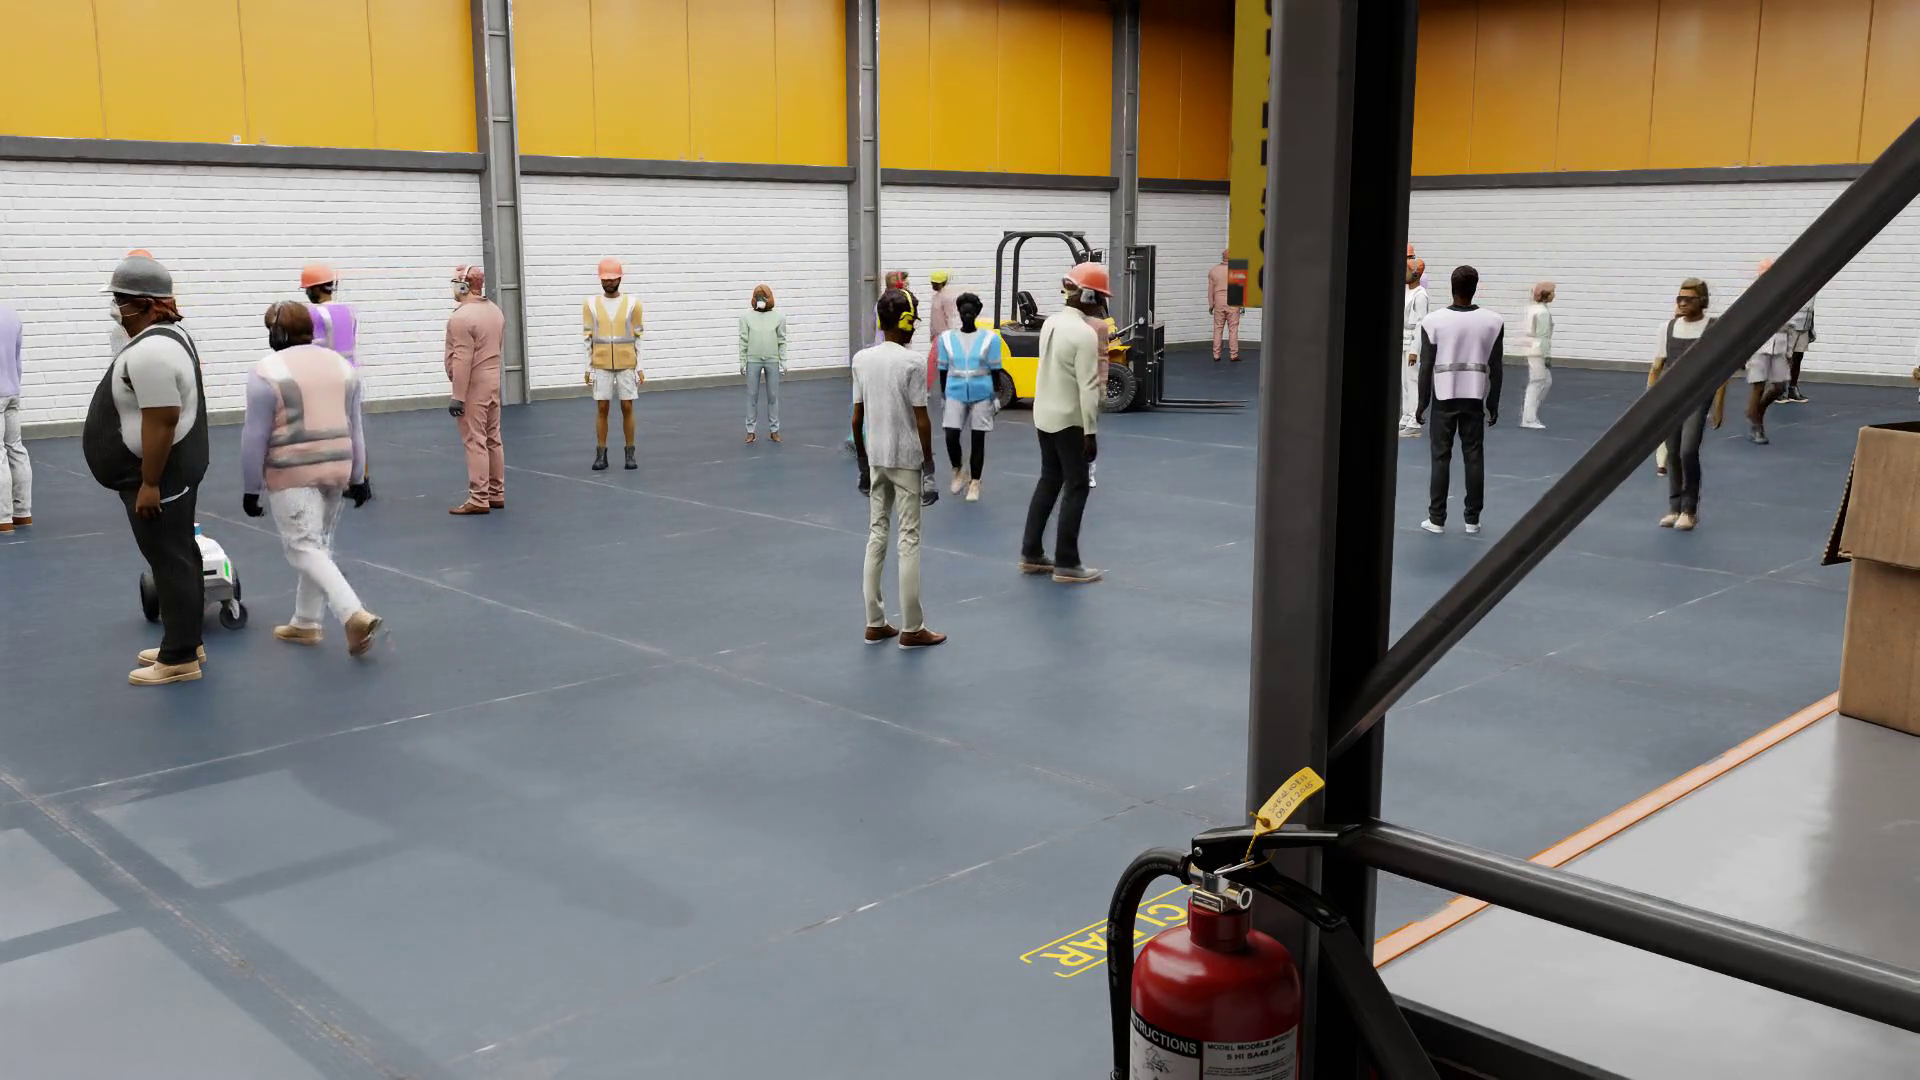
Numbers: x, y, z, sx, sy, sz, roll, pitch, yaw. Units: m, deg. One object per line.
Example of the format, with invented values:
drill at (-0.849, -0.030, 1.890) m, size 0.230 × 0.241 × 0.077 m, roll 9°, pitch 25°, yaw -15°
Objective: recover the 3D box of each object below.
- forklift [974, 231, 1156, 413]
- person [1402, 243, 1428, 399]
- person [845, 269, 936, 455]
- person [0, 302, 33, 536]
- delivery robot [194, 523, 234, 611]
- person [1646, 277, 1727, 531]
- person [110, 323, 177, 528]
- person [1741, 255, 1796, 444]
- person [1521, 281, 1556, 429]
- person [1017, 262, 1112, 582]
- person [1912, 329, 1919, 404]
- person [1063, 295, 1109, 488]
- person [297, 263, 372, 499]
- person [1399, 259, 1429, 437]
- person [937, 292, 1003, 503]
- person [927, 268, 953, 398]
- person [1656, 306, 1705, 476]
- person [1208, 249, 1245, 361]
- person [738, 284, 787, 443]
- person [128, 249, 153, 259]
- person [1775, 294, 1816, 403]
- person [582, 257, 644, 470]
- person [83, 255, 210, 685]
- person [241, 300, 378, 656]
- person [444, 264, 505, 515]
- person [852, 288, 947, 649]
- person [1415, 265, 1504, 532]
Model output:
forklift at (1.222, -2.721, 20.561) m, size 2.313 × 2.155 × 1.214 m, roll 2°, pitch 11°, yaw 13°
person at (5.780, -2.867, 21.770) m, size 0.606 × 2.044 × 0.373 m, roll 5°, pitch 12°, yaw 26°
person at (-0.671, -1.669, 15.867) m, size 0.892 × 1.816 × 0.569 m, roll -3°, pitch 11°, yaw -15°
person at (-6.908, -0.995, 11.848) m, size 0.372 × 1.940 × 0.630 m, roll 0°, pitch 10°, yaw 2°
delivery robot at (-4.204, 0.153, 9.106) m, size 0.477 × 0.478 × 0.707 m, roll -6°, pitch 12°, yaw -29°
person at (5.215, -0.978, 12.060) m, size 0.531 × 1.829 × 0.525 m, roll -8°, pitch 13°, yaw -38°
person at (-5.833, -0.944, 11.894) m, size 0.541 × 1.815 × 0.982 m, roll 0°, pitch 10°, yaw -3°
person at (8.278, -1.956, 17.107) m, size 0.554 × 1.927 × 0.523 m, roll 0°, pitch 10°, yaw 0°
person at (6.407, -2.030, 18.345) m, size 0.404 × 1.622 × 0.548 m, roll 1°, pitch 10°, yaw 4°
person at (0.663, -0.718, 10.260) m, size 0.533 × 1.966 × 0.676 m, roll -4°, pitch 11°, yaw -23°
person at (9.592, -1.717, 16.116) m, size 0.615 × 1.815 × 0.436 m, roll 3°, pitch 11°, yaw 18°
person at (0.989, -1.316, 14.069) m, size 0.533 × 1.767 × 0.327 m, roll 2°, pitch 11°, yaw 10°
person at (-5.137, -1.268, 13.430) m, size 0.806 × 1.899 × 0.583 m, roll 3°, pitch 11°, yaw 18°
person at (4.785, -2.035, 17.675) m, size 0.355 × 1.882 × 0.576 m, roll 0°, pitch 10°, yaw 1°
person at (0.076, -1.135, 13.297) m, size 0.538 × 1.685 × 0.360 m, roll 1°, pitch 10°, yaw 7°
person at (-0.228, -2.713, 21.820) m, size 0.905 × 1.709 × 0.551 m, roll -4°, pitch 11°, yaw -22°
person at (6.405, -1.362, 14.697) m, size 0.501 × 1.635 × 0.313 m, roll 6°, pitch 12°, yaw 30°
person at (4.540, -3.984, 28.236) m, size 0.653 × 1.906 × 0.405 m, roll 5°, pitch 11°, yaw 25°
person at (-2.033, -1.821, 17.187) m, size 0.498 × 1.633 × 0.279 m, roll -2°, pitch 11°, yaw -9°
person at (-8.046, -1.865, 16.438) m, size 0.381 × 1.994 × 0.619 m, roll -9°, pitch 13°, yaw -39°
person at (10.673, -2.727, 21.238) m, size 0.602 × 1.959 × 0.371 m, roll -3°, pitch 11°, yaw -18°
person at (-3.151, -1.596, 15.136) m, size 0.552 × 1.932 × 0.377 m, roll -1°, pitch 10°, yaw -7°
person at (-3.894, -0.336, 7.978) m, size 0.537 × 2.000 × 0.682 m, roll -3°, pitch 11°, yaw -18°
person at (-3.268, -0.307, 8.443) m, size 0.842 × 1.810 × 0.637 m, roll 6°, pitch 12°, yaw 29°
person at (-3.741, -1.152, 12.777) m, size 0.411 × 1.913 × 0.643 m, roll 2°, pitch 11°, yaw 10°
person at (-0.329, -0.366, 8.634) m, size 0.521 × 1.861 × 0.328 m, roll 7°, pitch 13°, yaw 35°
person at (3.578, -1.000, 11.932) m, size 0.597 × 1.917 × 0.379 m, roll 1°, pitch 10°, yaw 3°
